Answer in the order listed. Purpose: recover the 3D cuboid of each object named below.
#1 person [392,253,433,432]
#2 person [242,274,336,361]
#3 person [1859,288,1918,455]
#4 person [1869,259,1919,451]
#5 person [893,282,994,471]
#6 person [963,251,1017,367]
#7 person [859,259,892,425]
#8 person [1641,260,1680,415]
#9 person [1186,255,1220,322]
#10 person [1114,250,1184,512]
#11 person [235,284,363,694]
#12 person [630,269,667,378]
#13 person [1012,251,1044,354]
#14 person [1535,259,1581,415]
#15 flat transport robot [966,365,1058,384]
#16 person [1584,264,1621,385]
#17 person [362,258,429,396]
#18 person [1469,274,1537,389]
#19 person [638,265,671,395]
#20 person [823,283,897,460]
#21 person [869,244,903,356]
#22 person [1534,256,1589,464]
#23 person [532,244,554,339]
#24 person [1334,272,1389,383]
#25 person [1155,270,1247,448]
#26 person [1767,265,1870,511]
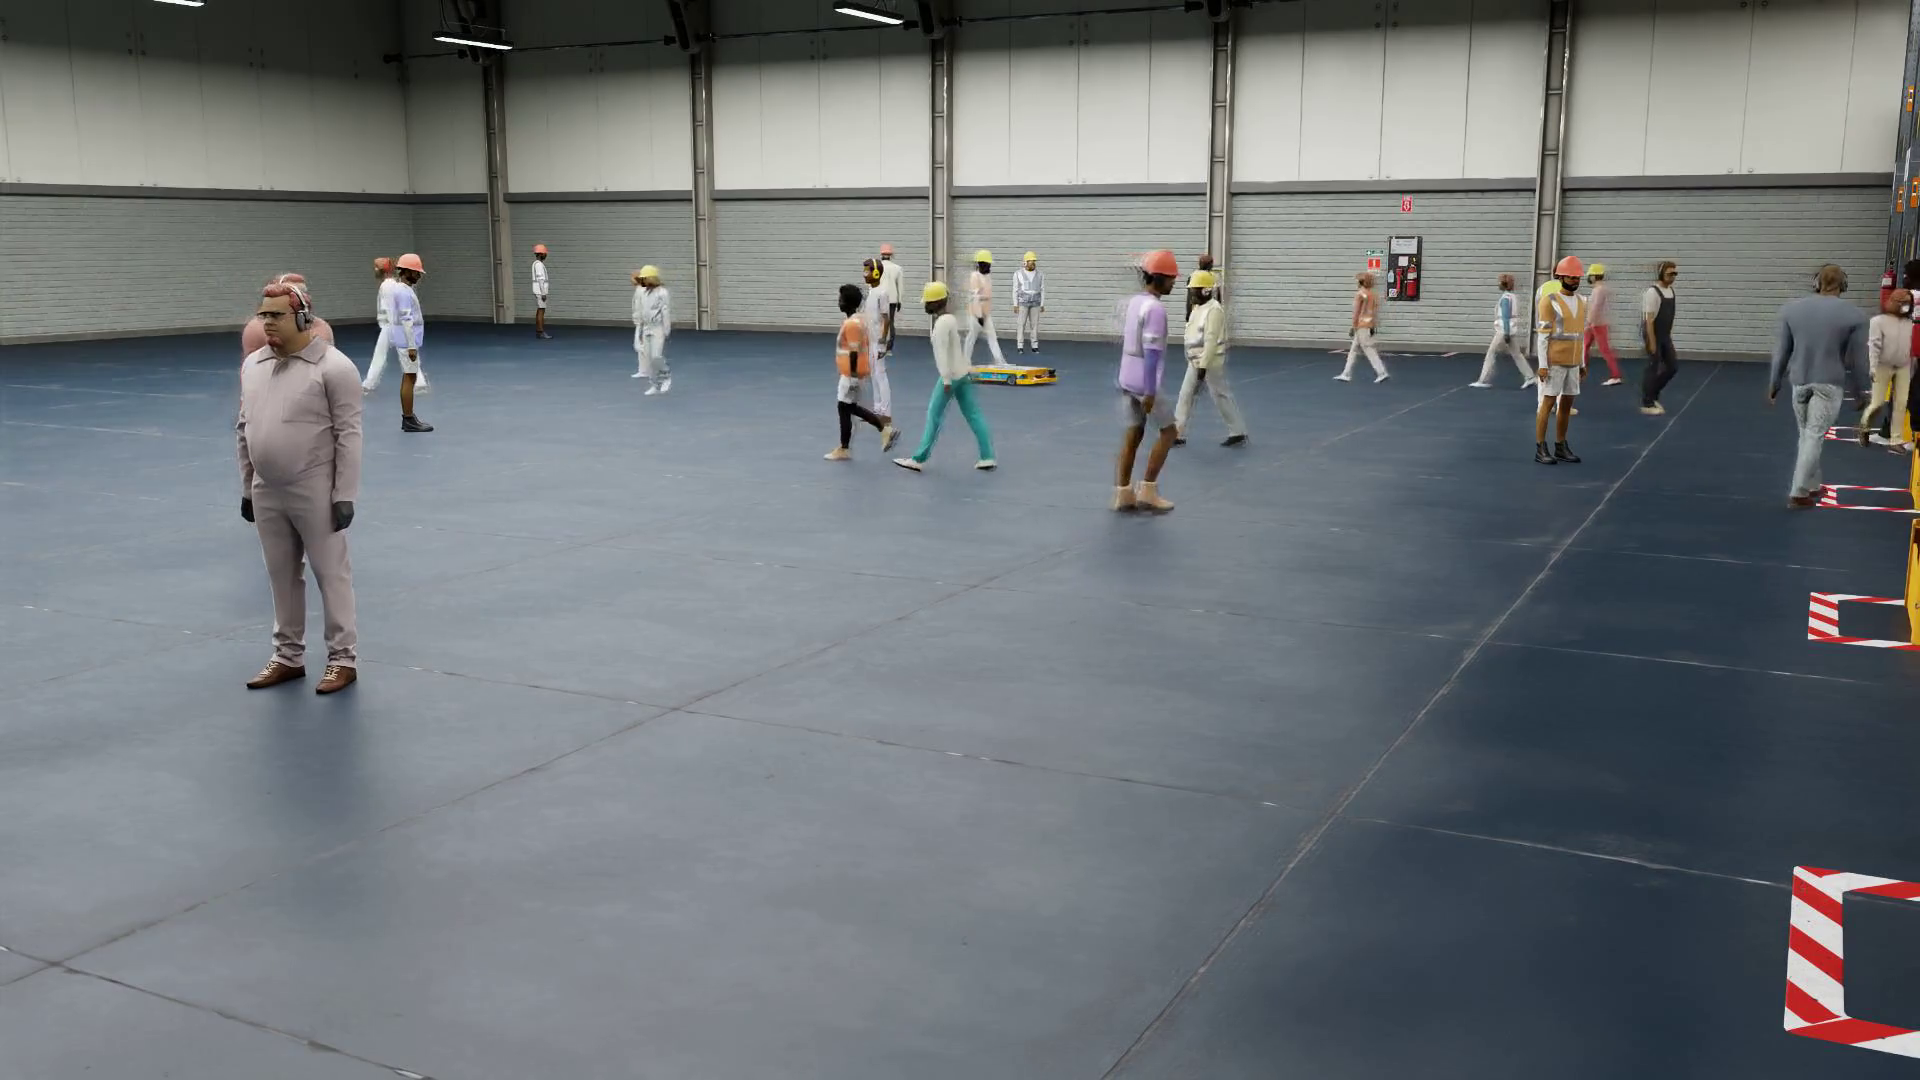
[{"bbox_3d":[-5.974,-2.144,18.126,0.371,1.931,0.543,-4,11,-21],"label":"person"},{"bbox_3d":[-4.569,-0.907,11.580,0.979,1.852,0.669,7,13,35],"label":"person"},{"bbox_3d":[9.161,-1.670,16.374,0.512,1.614,0.605,1,10,4],"label":"person"},{"bbox_3d":[9.391,-1.842,16.618,0.602,1.884,0.863,-6,12,-31],"label":"person"},{"bbox_3d":[-0.131,-1.457,14.988,0.924,1.703,0.605,2,11,12],"label":"person"},{"bbox_3d":[0.419,-3.513,25.711,0.970,1.875,0.607,6,12,28],"label":"person"},{"bbox_3d":[-0.953,-2.230,18.772,0.313,1.866,0.538,-4,11,-19],"label":"person"},{"bbox_3d":[8.291,-2.384,19.696,0.549,1.830,0.409,-7,13,-35],"label":"person"},{"bbox_3d":[3.982,-3.769,27.380,0.661,1.808,0.595,-7,13,-34],"label":"person"},{"bbox_3d":[1.460,-1.200,12.743,0.583,2.018,0.646,-3,11,-14],"label":"person"},{"bbox_3d":[-3.104,-0.235,7.780,0.643,1.909,0.410,3,11,16],"label":"person"},{"bbox_3d":[-4.686,-3.221,24.840,0.459,1.628,0.528,-1,10,-6],"label":"person"},{"bbox_3d":[1.243,-4.267,29.961,0.599,1.835,0.404,-3,11,-14],"label":"person"},{"bbox_3d":[7.147,-2.412,19.821,0.429,1.847,0.627,-6,12,-29],"label":"person"},{"bbox_3d":[0.645,-2.398,24.040,1.431,0.197,0.652,7,13,34],"label":"flat transport robot"},{"bbox_3d":[9.030,-3.063,23.714,0.899,1.718,0.536,2,11,13],"label":"person"},{"bbox_3d":[-7.622,-2.835,22.172,1.015,1.826,0.607,-1,10,-8],"label":"person"},{"bbox_3d":[7.635,-2.900,23.156,0.878,1.597,0.507,6,12,30],"label":"person"},{"bbox_3d":[-4.112,-2.794,22.206,0.510,1.728,0.366,6,12,32],"label":"person"},{"bbox_3d":[-0.962,-1.585,15.740,0.628,1.682,0.542,1,10,3],"label":"person"},{"bbox_3d":[-1.325,-4.259,29.528,0.643,1.973,0.460,-4,11,-19],"label":"person"},{"bbox_3d":[5.646,-1.672,15.533,0.553,1.935,0.362,-4,11,-23],"label":"person"},{"bbox_3d":[-8.621,-5.112,34.279,0.349,1.942,0.545,-4,11,-22],"label":"person"},{"bbox_3d":[5.880,-3.082,24.116,0.850,1.603,0.518,7,13,34],"label":"person"},{"bbox_3d":[2.469,-1.799,16.652,0.902,1.792,0.598,-3,11,-15],"label":"person"},{"bbox_3d":[6.748,-1.192,13.026,0.912,1.891,0.668,-10,14,-43],"label":"person"}]
